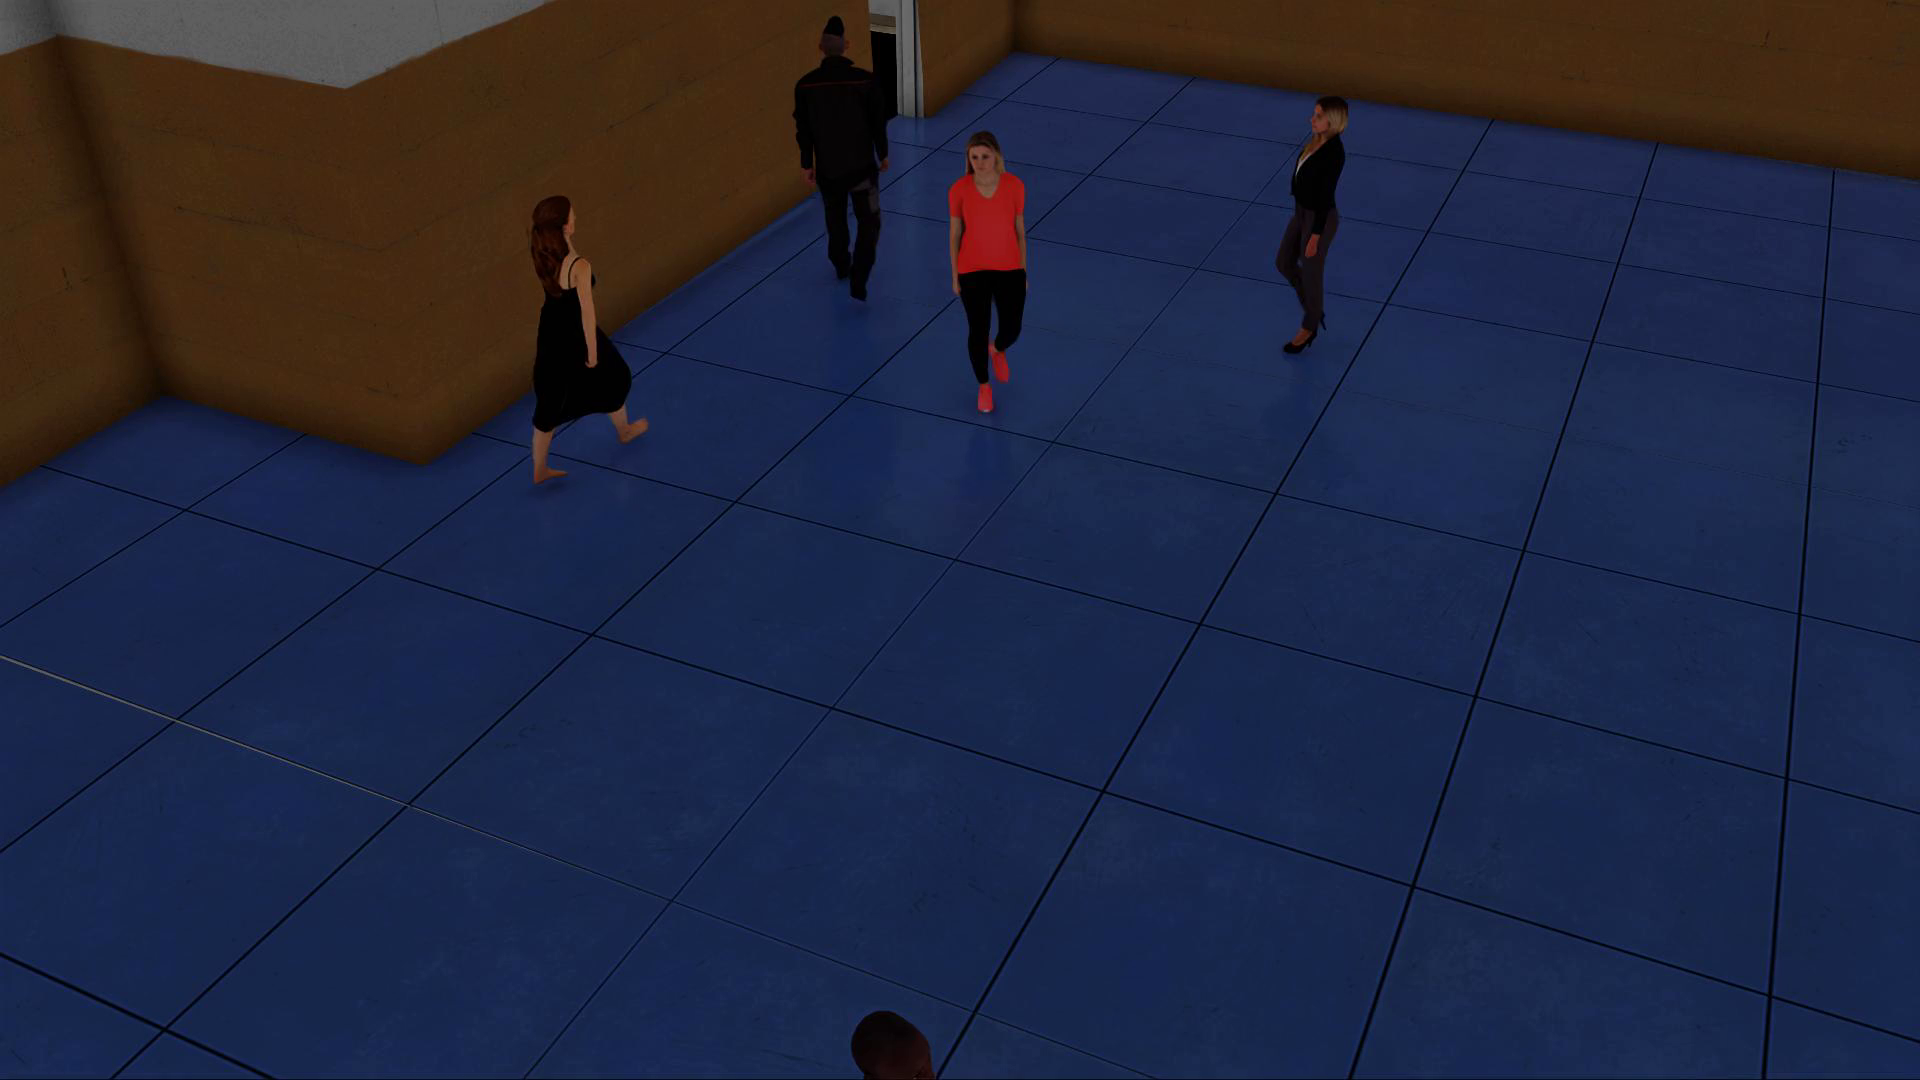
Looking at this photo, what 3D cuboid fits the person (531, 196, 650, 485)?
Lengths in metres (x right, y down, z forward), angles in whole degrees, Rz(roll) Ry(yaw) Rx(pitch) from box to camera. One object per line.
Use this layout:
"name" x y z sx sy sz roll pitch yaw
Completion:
"person" -2.155 -1.028 8.916 1.048 1.576 0.691 19 38 26

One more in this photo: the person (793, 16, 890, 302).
"person" -0.734 -2.460 10.807 1.091 1.844 1.007 4 34 6

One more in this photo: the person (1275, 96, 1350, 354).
"person" 2.238 -1.904 10.156 0.733 1.662 0.713 -3 34 -5

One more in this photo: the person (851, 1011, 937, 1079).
"person" -0.172 1.866 4.398 0.592 1.762 0.676 10 35 14

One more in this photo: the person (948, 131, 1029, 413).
"person" 0.162 -1.575 9.645 0.795 1.679 0.838 -2 34 -3
